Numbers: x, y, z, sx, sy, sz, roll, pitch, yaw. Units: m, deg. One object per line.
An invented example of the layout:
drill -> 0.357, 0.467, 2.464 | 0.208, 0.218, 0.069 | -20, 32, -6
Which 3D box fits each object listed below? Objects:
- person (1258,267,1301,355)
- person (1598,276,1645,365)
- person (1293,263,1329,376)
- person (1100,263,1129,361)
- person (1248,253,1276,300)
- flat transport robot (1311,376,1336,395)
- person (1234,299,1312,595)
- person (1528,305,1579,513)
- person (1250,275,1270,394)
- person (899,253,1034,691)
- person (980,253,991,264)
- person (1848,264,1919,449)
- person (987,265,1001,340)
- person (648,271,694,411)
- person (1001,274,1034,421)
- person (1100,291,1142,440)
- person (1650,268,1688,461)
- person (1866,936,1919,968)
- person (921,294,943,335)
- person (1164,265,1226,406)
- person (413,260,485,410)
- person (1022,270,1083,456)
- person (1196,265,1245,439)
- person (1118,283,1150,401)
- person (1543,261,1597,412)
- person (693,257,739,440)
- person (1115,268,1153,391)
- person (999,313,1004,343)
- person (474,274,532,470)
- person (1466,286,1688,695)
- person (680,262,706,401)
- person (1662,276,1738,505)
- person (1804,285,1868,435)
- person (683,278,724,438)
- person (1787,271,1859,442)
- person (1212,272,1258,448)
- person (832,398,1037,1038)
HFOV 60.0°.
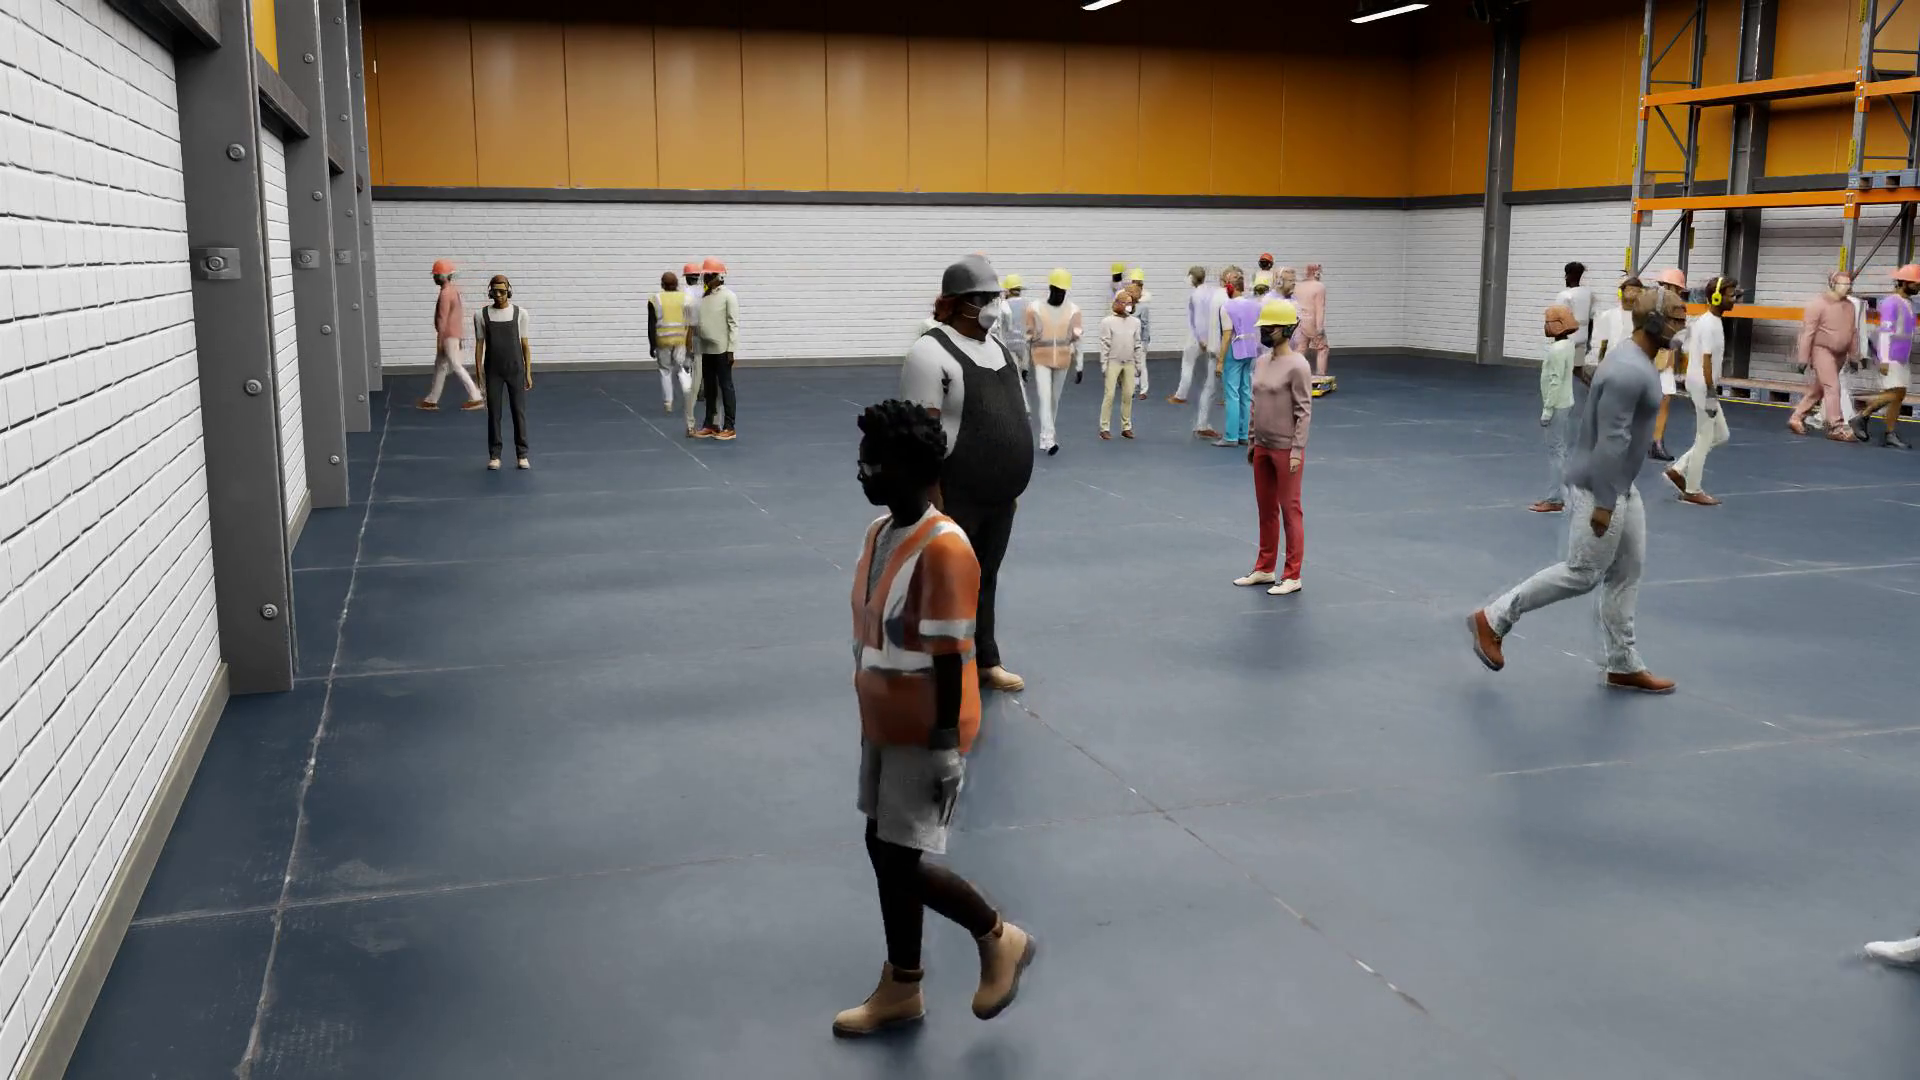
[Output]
person -> 3.474, -1.989, 17.931 | 0.663, 1.891, 0.417 | -9, 13, -41
person -> 6.305, -1.588, 15.802 | 0.522, 1.837, 0.809 | 2, 10, 10
person -> 5.351, -3.205, 24.974 | 0.756, 1.880, 0.680 | -6, 11, -30
person -> 2.975, -4.230, 31.004 | 0.864, 1.852, 0.622 | -7, 12, -37
person -> 5.628, -4.265, 30.702 | 0.605, 2.033, 0.400 | 3, 10, 17
flat transport robot -> 5.028, -2.256, 24.163 | 0.652, 0.197, 1.431 | 4, 11, 22
person -> 1.896, -0.557, 10.007 | 0.314, 1.768, 0.527 | -5, 11, -26
person -> 4.691, -1.028, 13.111 | 0.289, 1.634, 0.499 | 5, 11, 28
person -> 3.826, -2.488, 21.189 | 0.547, 1.752, 0.491 | 4, 11, 24
person -> 0.079, -0.273, 7.564 | 0.538, 2.000, 0.683 | 7, 12, 35
person -> 0.299, -3.251, 24.795 | 0.384, 2.041, 0.615 | 4, 10, 20
person -> 9.706, -1.906, 17.333 | 0.587, 1.928, 0.555 | -7, 12, -35
person -> 0.256, -2.099, 18.428 | 0.543, 1.939, 0.370 | -7, 12, -36
person -> -3.660, -2.523, 21.249 | 0.633, 1.817, 0.778 | -3, 10, -17
person -> 0.639, -2.312, 20.125 | 0.599, 1.794, 0.932 | -7, 12, -35
person -> 1.765, -1.908, 18.243 | 0.508, 1.628, 0.285 | -4, 11, -23
person -> 6.875, -1.752, 16.560 | 0.555, 1.894, 0.753 | -3, 10, -18
person -> 2.846, 0.344, 4.467 | 0.468, 1.895, 0.614 | 4, 10, 20
person -> -0.174, -1.783, 17.519 | 0.524, 1.624, 0.362 | -6, 12, -32
person -> 3.268, -2.719, 22.212 | 1.011, 1.888, 0.647 | 6, 11, 31
person -> -6.649, -2.648, 21.585 | 0.938, 1.954, 0.636 | -1, 10, -7
person -> 0.957, -1.802, 16.930 | 0.603, 1.862, 1.025 | -1, 10, -9
person -> 3.014, -2.043, 18.214 | 0.950, 1.895, 0.638 | -2, 10, -12
person -> 2.420, -2.734, 23.027 | 0.299, 1.627, 0.525 | -9, 13, -43
person -> 7.756, -2.539, 20.973 | 0.619, 1.951, 0.743 | -4, 11, -24
person -> -2.684, -2.100, 18.266 | 0.608, 1.997, 0.375 | 8, 12, 38
person -> 2.564, -3.111, 24.649 | 0.602, 1.815, 0.516 | -2, 10, -11
person -> 0.257, -2.187, 19.600 | 0.875, 1.696, 0.513 | -3, 10, -16
person -> -4.306, -1.575, 15.697 | 0.510, 1.841, 0.337 | -3, 10, -14
person -> 2.903, -0.234, 7.758 | 0.864, 1.902, 0.654 | 5, 11, 26
person -> -3.670, -2.864, 22.930 | 0.399, 1.923, 0.541 | 7, 12, 37
person -> 6.040, -1.198, 13.441 | 0.419, 1.854, 0.563 | 5, 11, 26
person -> 10.000, -2.134, 18.976 | 0.602, 1.826, 0.993 | -2, 10, -13
person -> -2.798, -2.030, 18.360 | 0.654, 1.826, 0.643 | 9, 13, 43
person -> 9.555, -2.035, 18.336 | 0.639, 1.858, 1.013 | -4, 11, -24
person -> 2.909, -1.887, 17.495 | 0.389, 1.838, 0.563 | 10, 14, 44
person -> -0.090, 0.474, 4.271 | 0.429, 1.680, 0.544 | -4, 11, -24
